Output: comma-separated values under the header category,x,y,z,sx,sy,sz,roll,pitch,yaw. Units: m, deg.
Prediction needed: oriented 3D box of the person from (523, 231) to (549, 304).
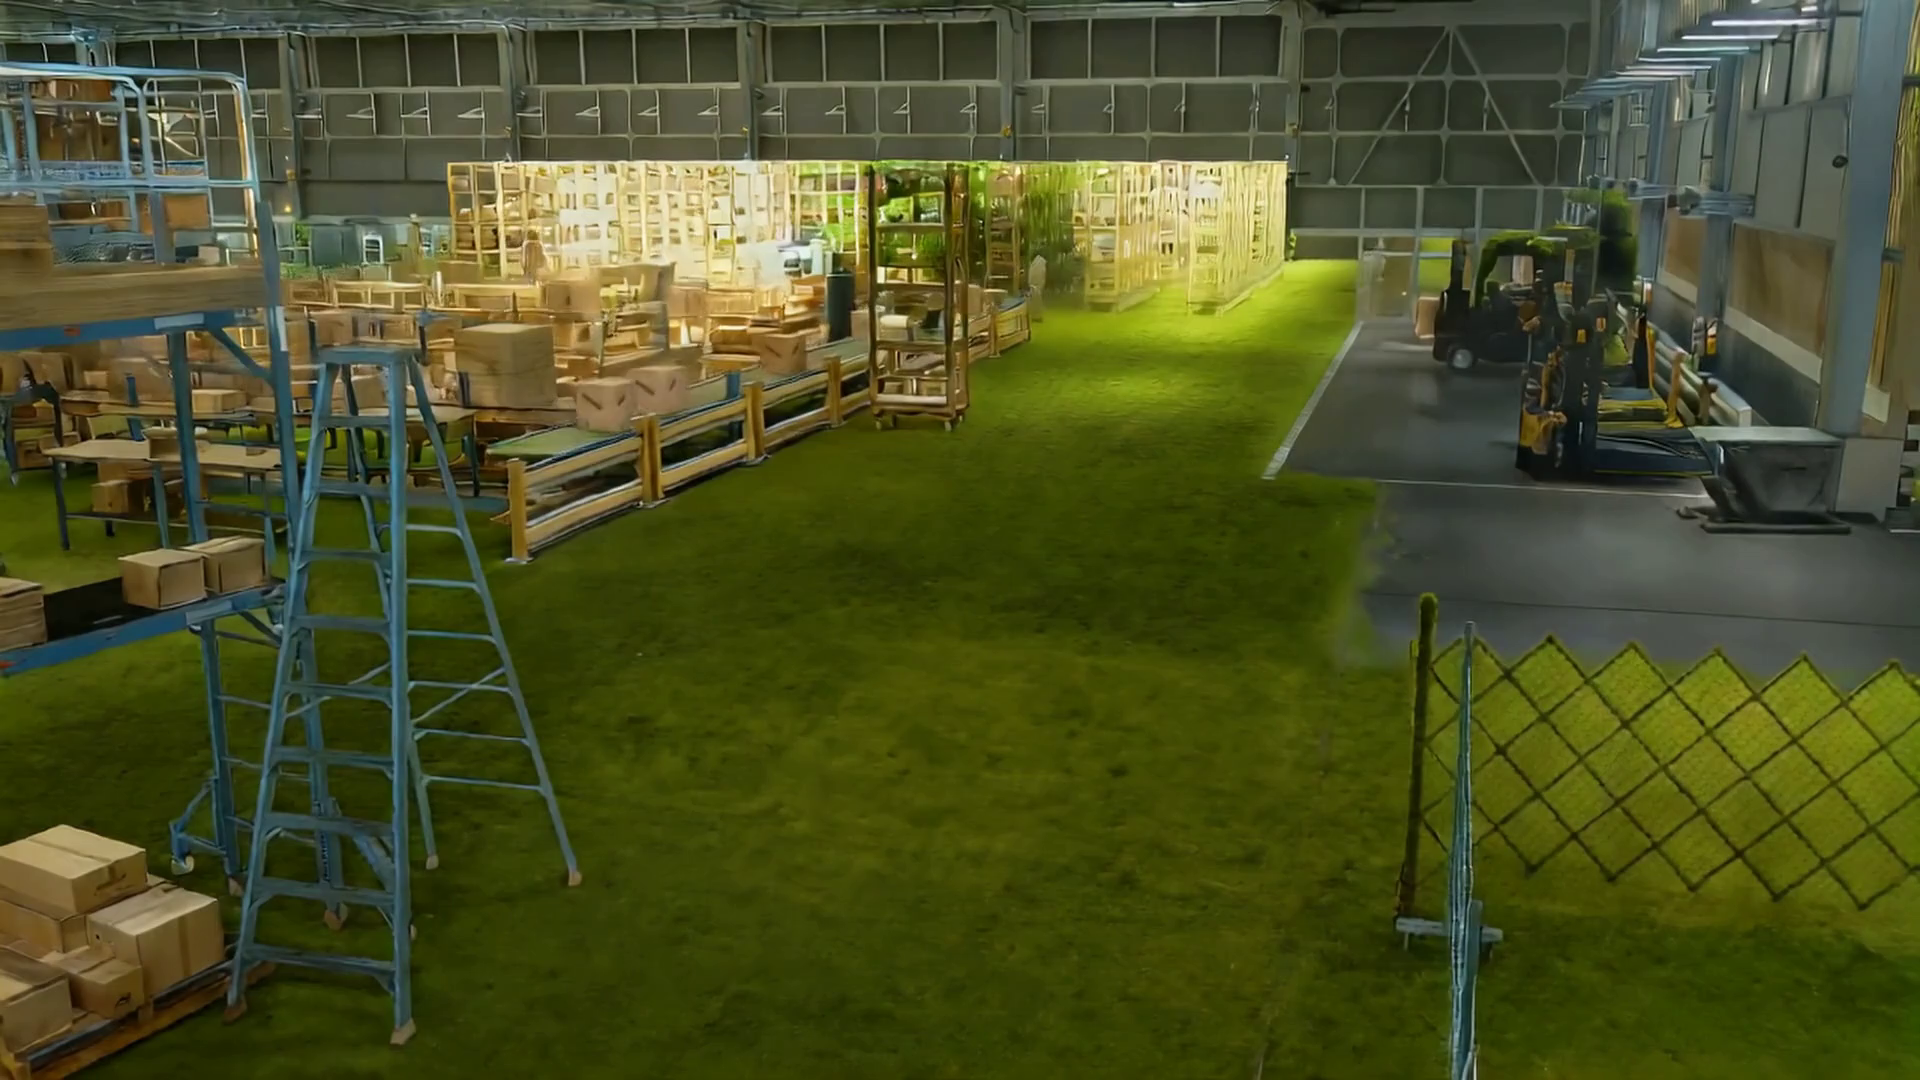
category,x,y,z,sx,sy,sz,roll,pitch,yaw
person,-10.976,-7.036,42.873,0.960,1.870,0.635,5,14,21

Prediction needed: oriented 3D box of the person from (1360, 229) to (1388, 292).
category,x,y,z,sx,sy,sz,roll,pitch,yaw
person,11.443,-7.619,45.542,0.932,1.809,0.567,2,13,7

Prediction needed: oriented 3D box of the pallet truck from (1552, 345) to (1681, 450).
category,x,y,z,sx,sy,sz,roll,pitch,yaw
pallet truck,8.641,-1.896,21.908,1.630,1.274,0.653,4,14,16

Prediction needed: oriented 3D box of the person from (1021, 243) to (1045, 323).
category,x,y,z,sx,sy,sz,roll,pitch,yaw
person,1.640,-5.835,37.802,0.660,1.810,0.628,2,13,9

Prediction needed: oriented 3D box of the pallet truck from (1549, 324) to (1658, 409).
category,x,y,z,sx,sy,sz,roll,pitch,yaw
pallet truck,9.824,-2.669,25.407,1.601,1.201,0.680,4,14,16

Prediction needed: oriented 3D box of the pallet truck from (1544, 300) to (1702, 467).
category,x,y,z,sx,sy,sz,roll,pitch,yaw
pallet truck,8.263,-1.952,20.631,1.885,1.965,0.823,5,14,20

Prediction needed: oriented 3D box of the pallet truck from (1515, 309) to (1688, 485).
category,x,y,z,sx,sy,sz,roll,pitch,yaw
pallet truck,7.554,-1.677,19.446,1.885,1.965,0.823,3,13,14

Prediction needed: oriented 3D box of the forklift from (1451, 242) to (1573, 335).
category,x,y,z,sx,sy,sz,roll,pitch,yaw
forklift,10.464,-4.597,31.405,2.680,1.987,1.157,4,14,16

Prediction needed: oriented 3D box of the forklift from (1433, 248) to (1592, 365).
category,x,y,z,sx,sy,sz,roll,pitch,yaw
forklift,9.780,-4.111,29.280,2.680,1.987,1.157,3,13,14

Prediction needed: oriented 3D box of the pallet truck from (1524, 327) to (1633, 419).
category,x,y,z,sx,sy,sz,roll,pitch,yaw
pallet truck,9.065,-2.460,24.370,1.522,1.261,0.704,3,13,14

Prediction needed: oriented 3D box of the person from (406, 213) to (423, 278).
category,x,y,z,sx,sy,sz,roll,pitch,yaw
person,-17.019,-9.160,51.769,0.375,1.997,0.612,-7,15,-28
